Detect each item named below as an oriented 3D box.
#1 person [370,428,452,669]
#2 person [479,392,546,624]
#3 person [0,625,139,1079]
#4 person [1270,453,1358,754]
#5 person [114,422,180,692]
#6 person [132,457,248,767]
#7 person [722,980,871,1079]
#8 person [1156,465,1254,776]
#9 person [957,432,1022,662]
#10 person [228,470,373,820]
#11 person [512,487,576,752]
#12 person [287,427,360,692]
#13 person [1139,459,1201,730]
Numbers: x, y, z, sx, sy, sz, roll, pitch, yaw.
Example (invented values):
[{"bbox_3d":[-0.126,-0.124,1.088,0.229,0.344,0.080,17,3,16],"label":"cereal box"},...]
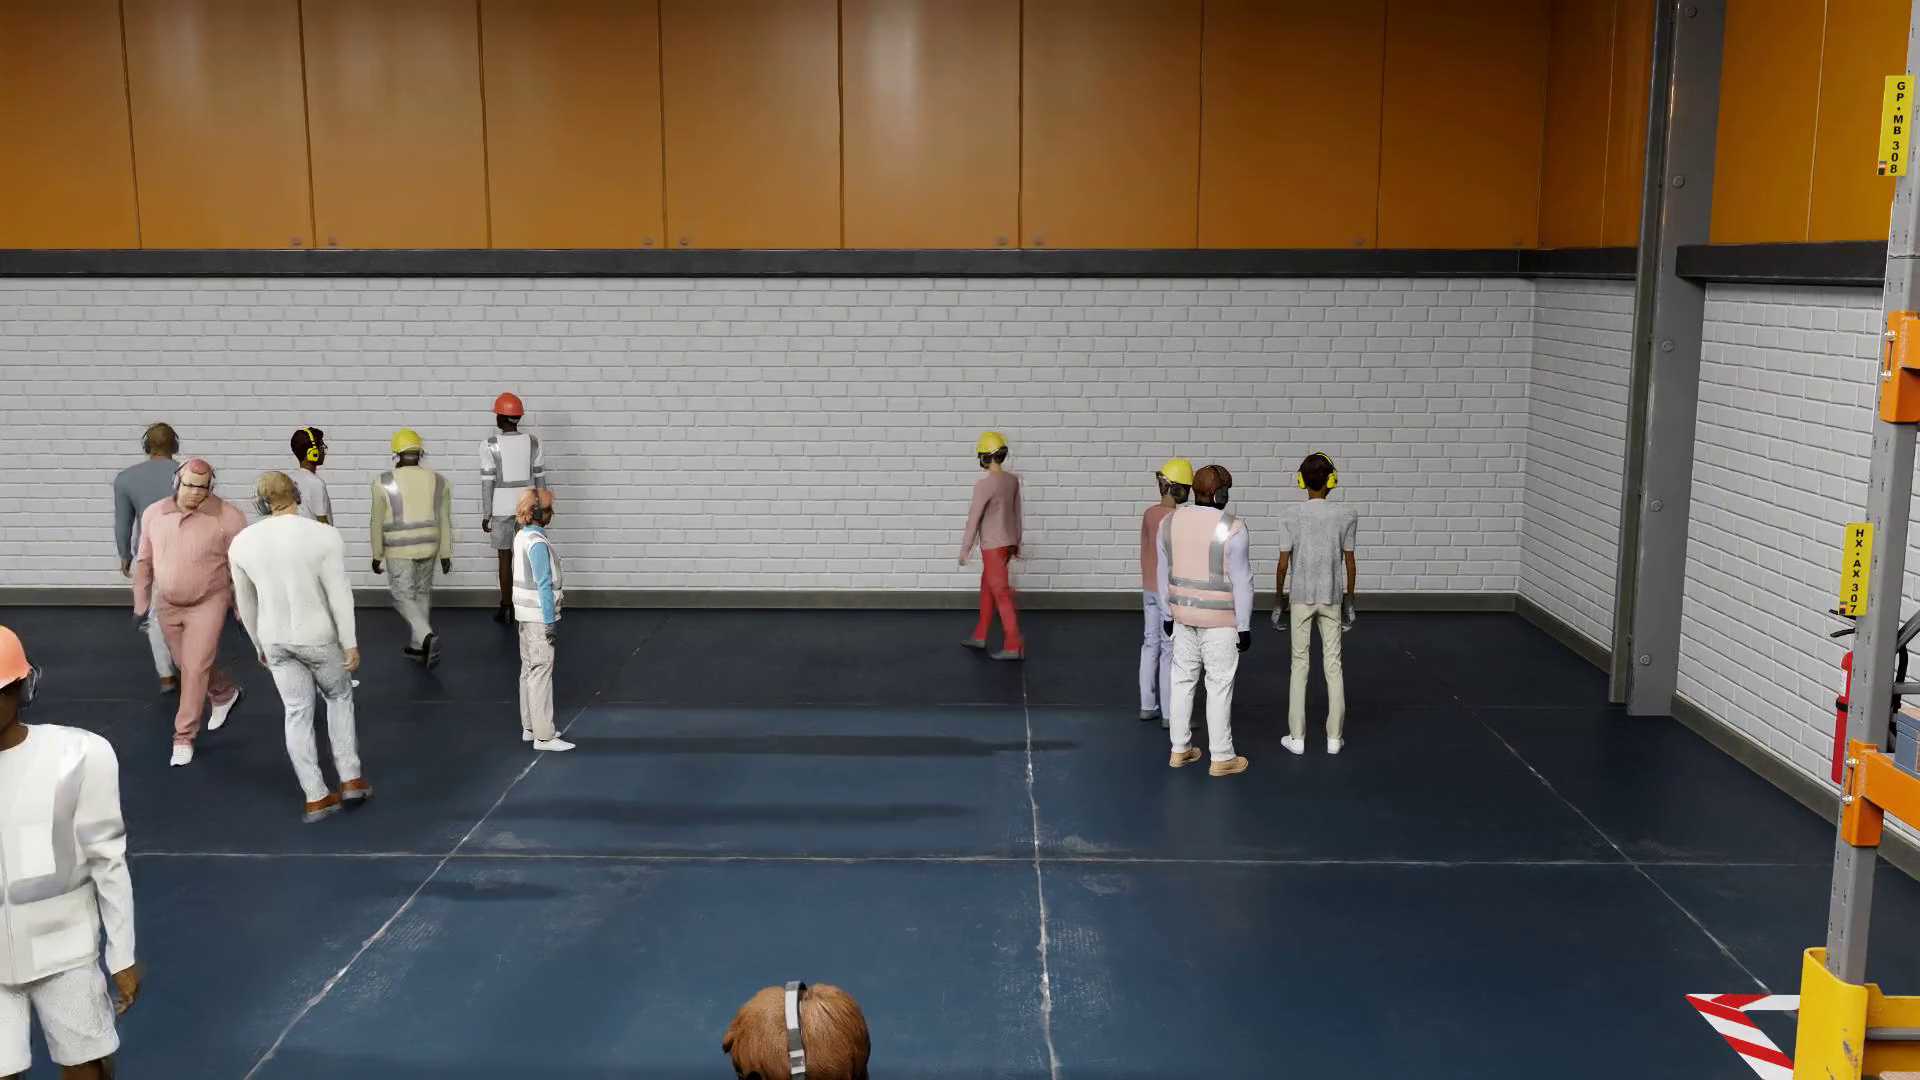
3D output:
[{"bbox_3d":[-4.050,0.068,12.381,0.587,1.802,0.765,-9,13,-43],"label":"person"},{"bbox_3d":[-3.749,-0.267,13.961,0.551,1.942,0.340,-6,11,-32],"label":"person"},{"bbox_3d":[-2.787,1.194,4.976,0.611,2.026,0.812,-3,10,-20],"label":"person"},{"bbox_3d":[2.179,0.395,10.243,0.520,1.864,0.333,1,10,4],"label":"person"},{"bbox_3d":[-5.718,0.094,11.986,0.647,1.885,1.009,-4,10,-21],"label":"person"},{"bbox_3d":[-4.728,0.385,10.325,0.688,1.853,0.956,1,9,4],"label":"person"},{"bbox_3d":[-0.231,1.641,2.887,0.429,1.830,0.637,-1,10,-7],"label":"person"},{"bbox_3d":[1.470,0.468,9.863,0.636,1.842,0.429,9,13,42],"label":"person"},{"bbox_3d":[0.182,0.046,12.676,0.760,1.736,0.544,6,11,33],"label":"person"},{"bbox_3d":[-3.608,0.564,9.128,0.688,1.896,0.602,0,9,1],"label":"person"},{"bbox_3d":[-2.614,0.492,10.325,0.307,1.640,0.513,-5,11,-28],"label":"person"},{"bbox_3d":[-4.560,0.137,11.758,0.519,1.873,0.328,7,12,35],"label":"person"},{"bbox_3d":[1.368,0.351,10.819,0.335,1.759,0.523,-4,10,-24],"label":"person"}]
